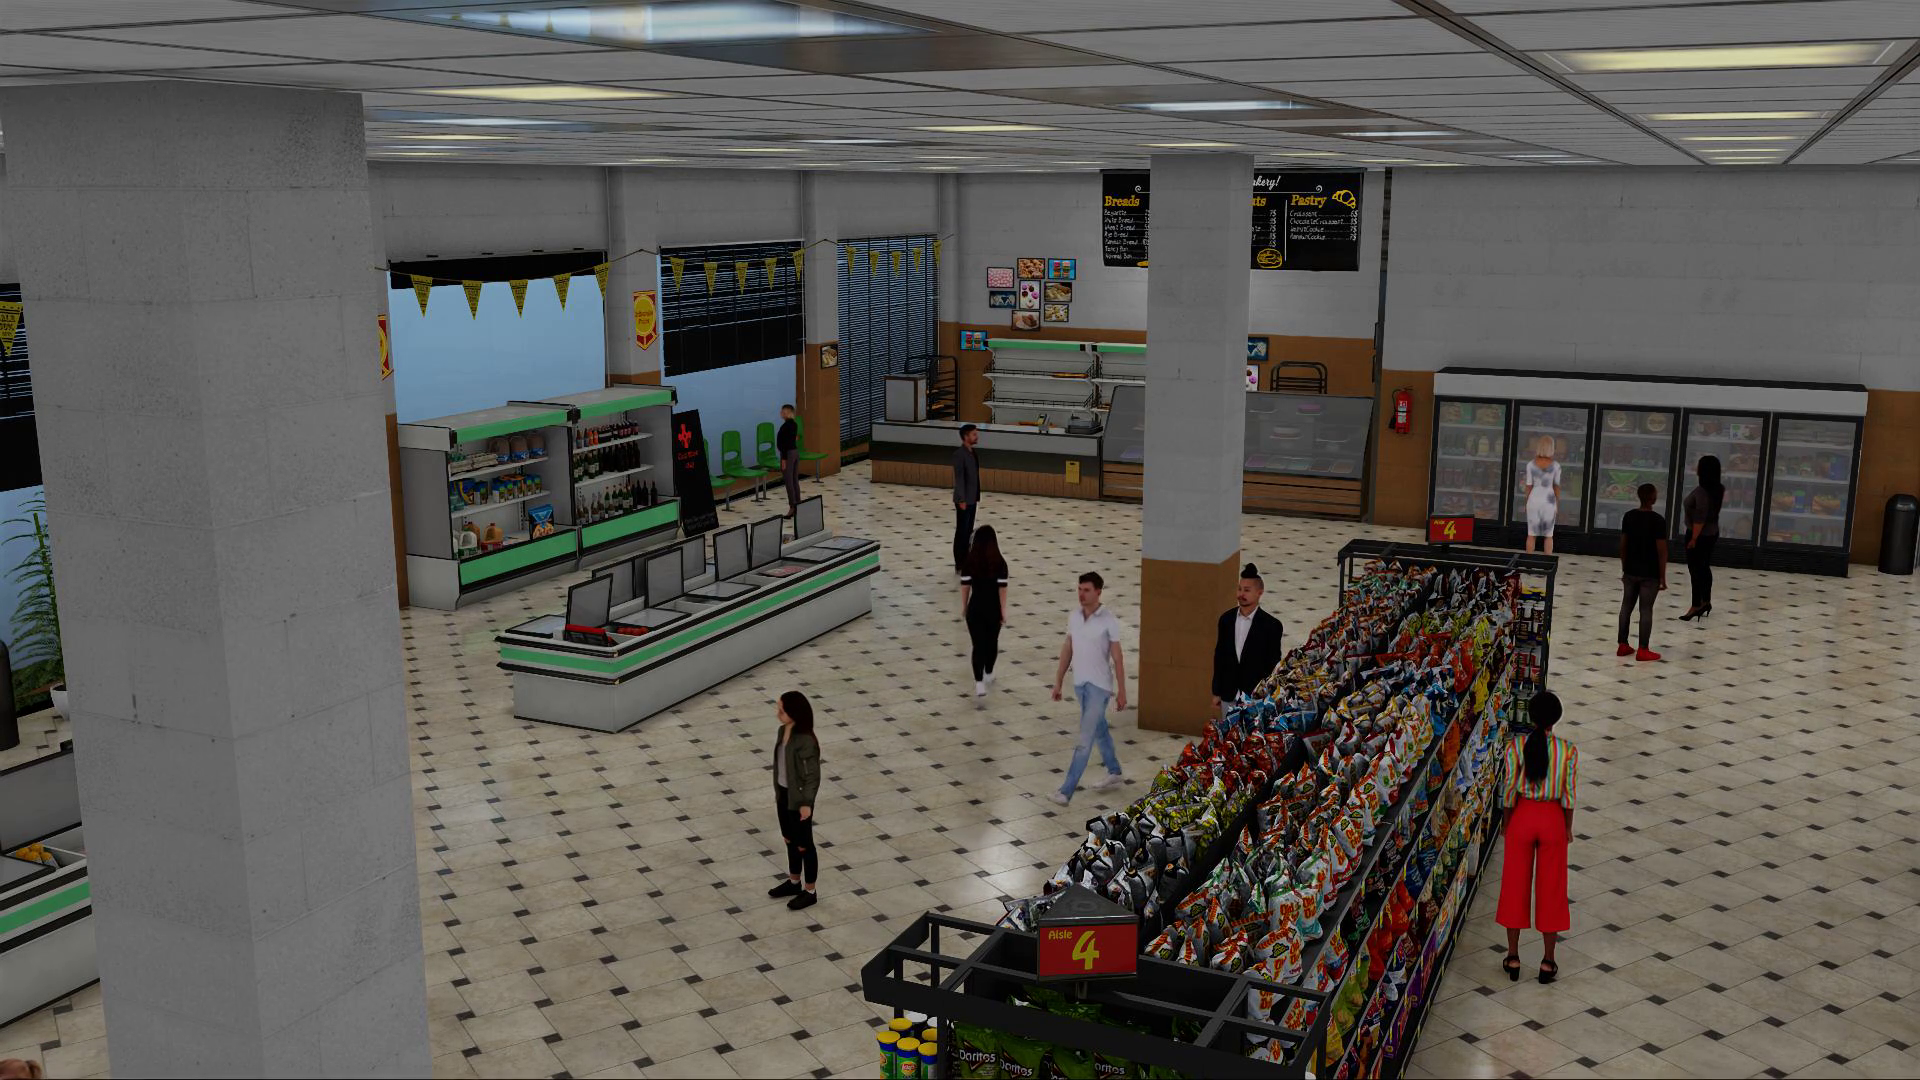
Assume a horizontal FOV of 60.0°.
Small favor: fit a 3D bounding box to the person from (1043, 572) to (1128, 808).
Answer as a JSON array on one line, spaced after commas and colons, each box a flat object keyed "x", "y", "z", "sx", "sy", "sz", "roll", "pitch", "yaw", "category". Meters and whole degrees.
[{"x": 1.094, "y": 1.155, "z": 12.919, "sx": 1.313, "sy": 1.788, "sz": 1.014, "roll": -10, "pitch": 16, "yaw": -41, "category": "person"}]

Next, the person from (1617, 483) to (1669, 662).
[{"x": 6.910, "y": 0.315, "z": 16.867, "sx": 0.707, "sy": 1.806, "sz": 0.715, "roll": -8, "pitch": 15, "yaw": -35, "category": "person"}]

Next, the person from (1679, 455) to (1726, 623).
[{"x": 8.222, "y": -0.024, "z": 18.390, "sx": 0.656, "sy": 1.842, "sz": 0.784, "roll": -11, "pitch": 16, "yaw": -43, "category": "person"}]

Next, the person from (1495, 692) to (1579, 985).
[{"x": 3.454, "y": 1.773, "z": 9.978, "sx": 0.624, "sy": 1.792, "sz": 0.570, "roll": 4, "pitch": 12, "yaw": 17, "category": "person"}]

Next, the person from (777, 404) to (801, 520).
[{"x": -2.455, "y": -1.142, "z": 24.125, "sx": 0.670, "sy": 1.666, "sz": 0.518, "roll": 4, "pitch": 12, "yaw": 17, "category": "person"}]

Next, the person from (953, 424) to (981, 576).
[{"x": 0.074, "y": -0.519, "z": 20.662, "sx": 0.769, "sy": 1.873, "sz": 0.586, "roll": 4, "pitch": 12, "yaw": 17, "category": "person"}]

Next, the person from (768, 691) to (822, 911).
[{"x": -1.087, "y": 1.706, "z": 11.060, "sx": 0.671, "sy": 1.476, "sz": 0.657, "roll": -8, "pitch": 14, "yaw": -33, "category": "person"}]

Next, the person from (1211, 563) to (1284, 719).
[{"x": 2.184, "y": 1.134, "z": 12.628, "sx": 0.767, "sy": 1.950, "sz": 0.679, "roll": 10, "pitch": 15, "yaw": 38, "category": "person"}]

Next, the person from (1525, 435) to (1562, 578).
[{"x": 7.186, "y": -0.426, "z": 20.519, "sx": 0.553, "sy": 1.752, "sz": 0.492, "roll": 5, "pitch": 13, "yaw": 24, "category": "person"}]

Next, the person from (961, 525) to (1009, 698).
[{"x": 0.216, "y": 0.697, "z": 15.548, "sx": 0.851, "sy": 1.602, "sz": 1.168, "roll": 1, "pitch": 12, "yaw": 6, "category": "person"}]
